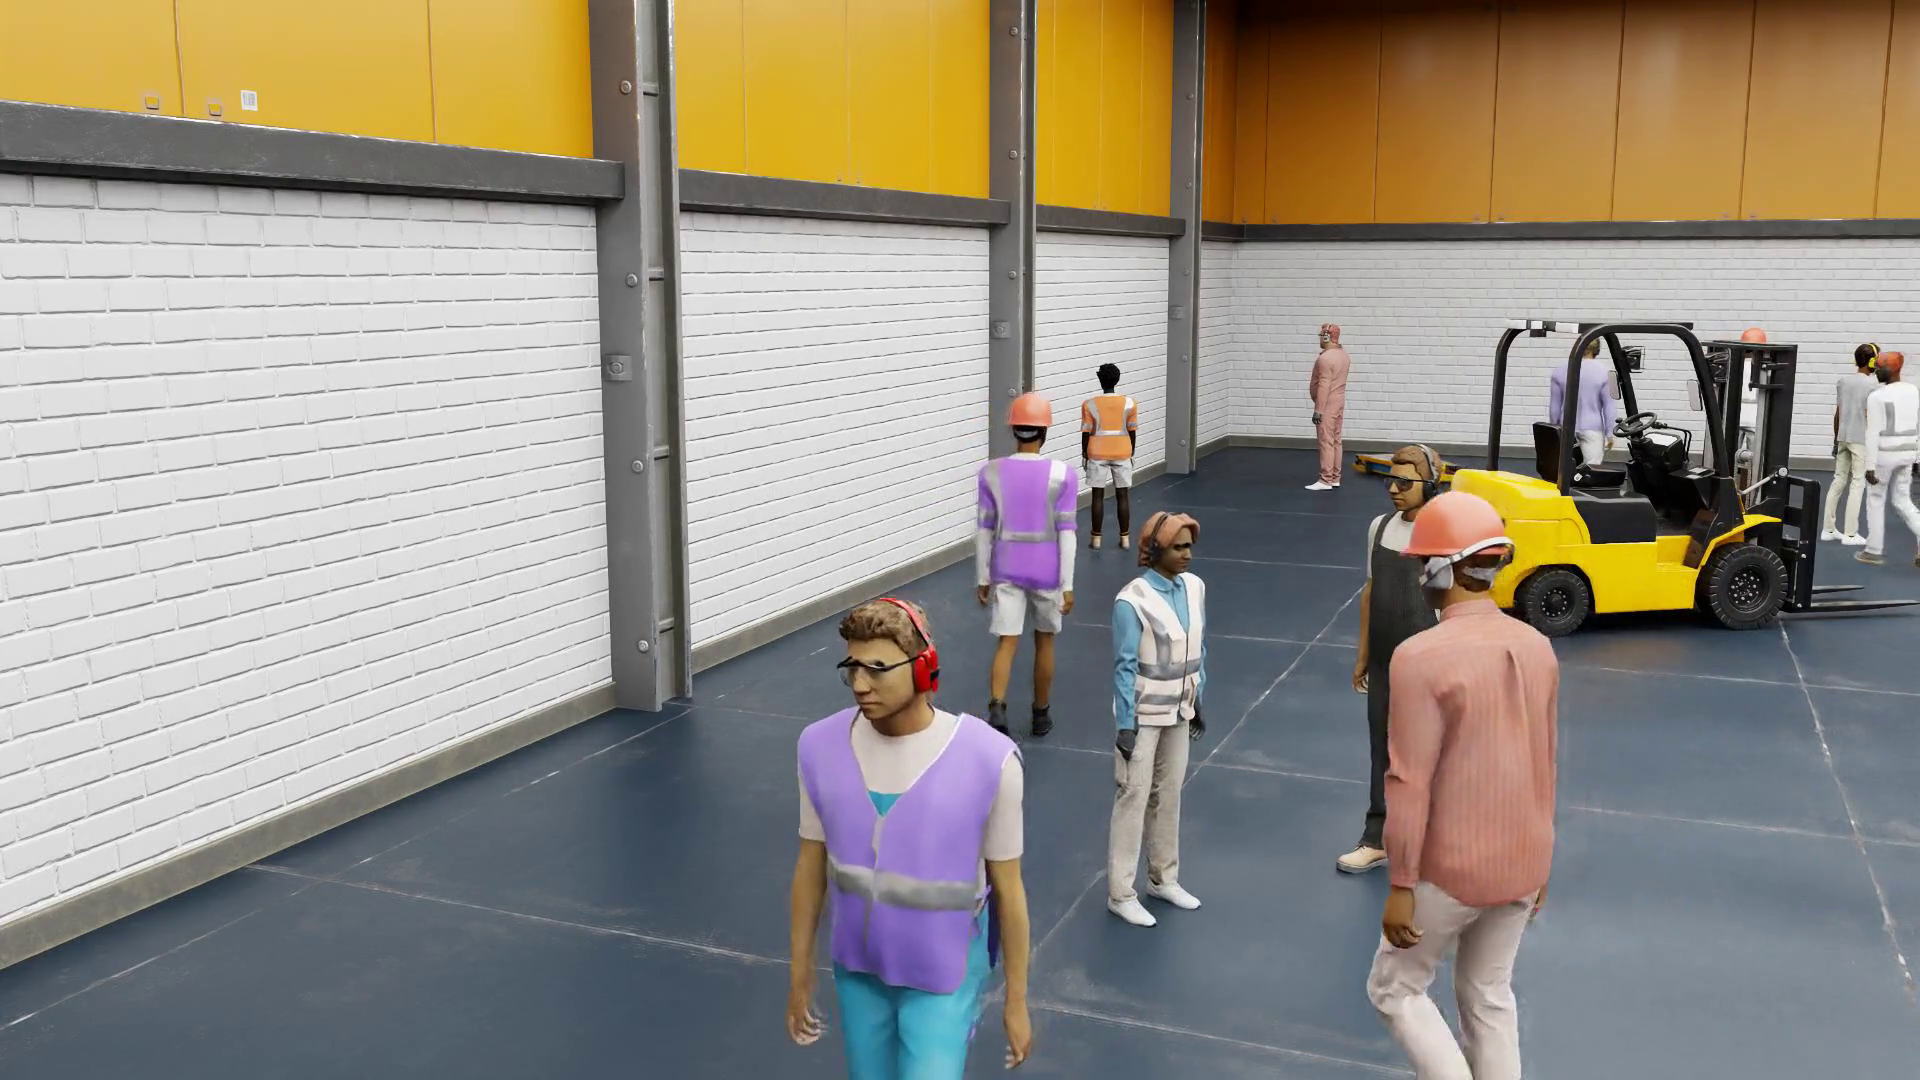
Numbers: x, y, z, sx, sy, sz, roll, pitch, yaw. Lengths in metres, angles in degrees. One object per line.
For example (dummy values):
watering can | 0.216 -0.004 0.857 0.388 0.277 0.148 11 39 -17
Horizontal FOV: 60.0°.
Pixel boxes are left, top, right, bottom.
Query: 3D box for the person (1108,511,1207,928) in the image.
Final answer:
person | 0.770 0.691 6.502 0.323 1.627 0.509 9 13 43

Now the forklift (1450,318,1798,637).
forklift | 4.706 -0.497 11.990 2.313 2.155 1.214 -2 10 -10

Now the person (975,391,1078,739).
person | 0.338 0.176 8.789 0.550 1.913 0.866 2 10 13

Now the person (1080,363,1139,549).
person | 1.349 -0.754 15.081 0.534 1.695 0.318 0 9 -3

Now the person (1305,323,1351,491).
person | 4.204 -1.520 19.064 0.407 1.908 0.641 6 11 33

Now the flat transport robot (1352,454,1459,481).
flat transport robot | 5.407 -0.889 20.180 0.652 0.197 1.431 -3 10 -16

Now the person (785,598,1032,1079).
person | -0.138 1.031 3.849 0.598 1.820 0.497 5 10 26

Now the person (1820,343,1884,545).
person | 8.277 -0.886 15.375 0.348 1.860 0.507 -3 10 -15

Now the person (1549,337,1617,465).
person | 6.026 -1.050 16.111 0.635 1.937 0.352 8 12 38

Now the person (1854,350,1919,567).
person | 7.937 -0.670 14.052 0.606 1.859 0.762 -2 10 -13

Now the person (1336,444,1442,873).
person | 1.847 0.520 6.880 0.345 1.846 0.508 -7 12 -38

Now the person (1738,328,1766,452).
person | 8.082 -1.206 17.085 0.542 1.930 0.374 8 12 41

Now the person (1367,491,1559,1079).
person | 1.338 0.856 4.491 0.627 1.962 0.513 -6 11 -33
